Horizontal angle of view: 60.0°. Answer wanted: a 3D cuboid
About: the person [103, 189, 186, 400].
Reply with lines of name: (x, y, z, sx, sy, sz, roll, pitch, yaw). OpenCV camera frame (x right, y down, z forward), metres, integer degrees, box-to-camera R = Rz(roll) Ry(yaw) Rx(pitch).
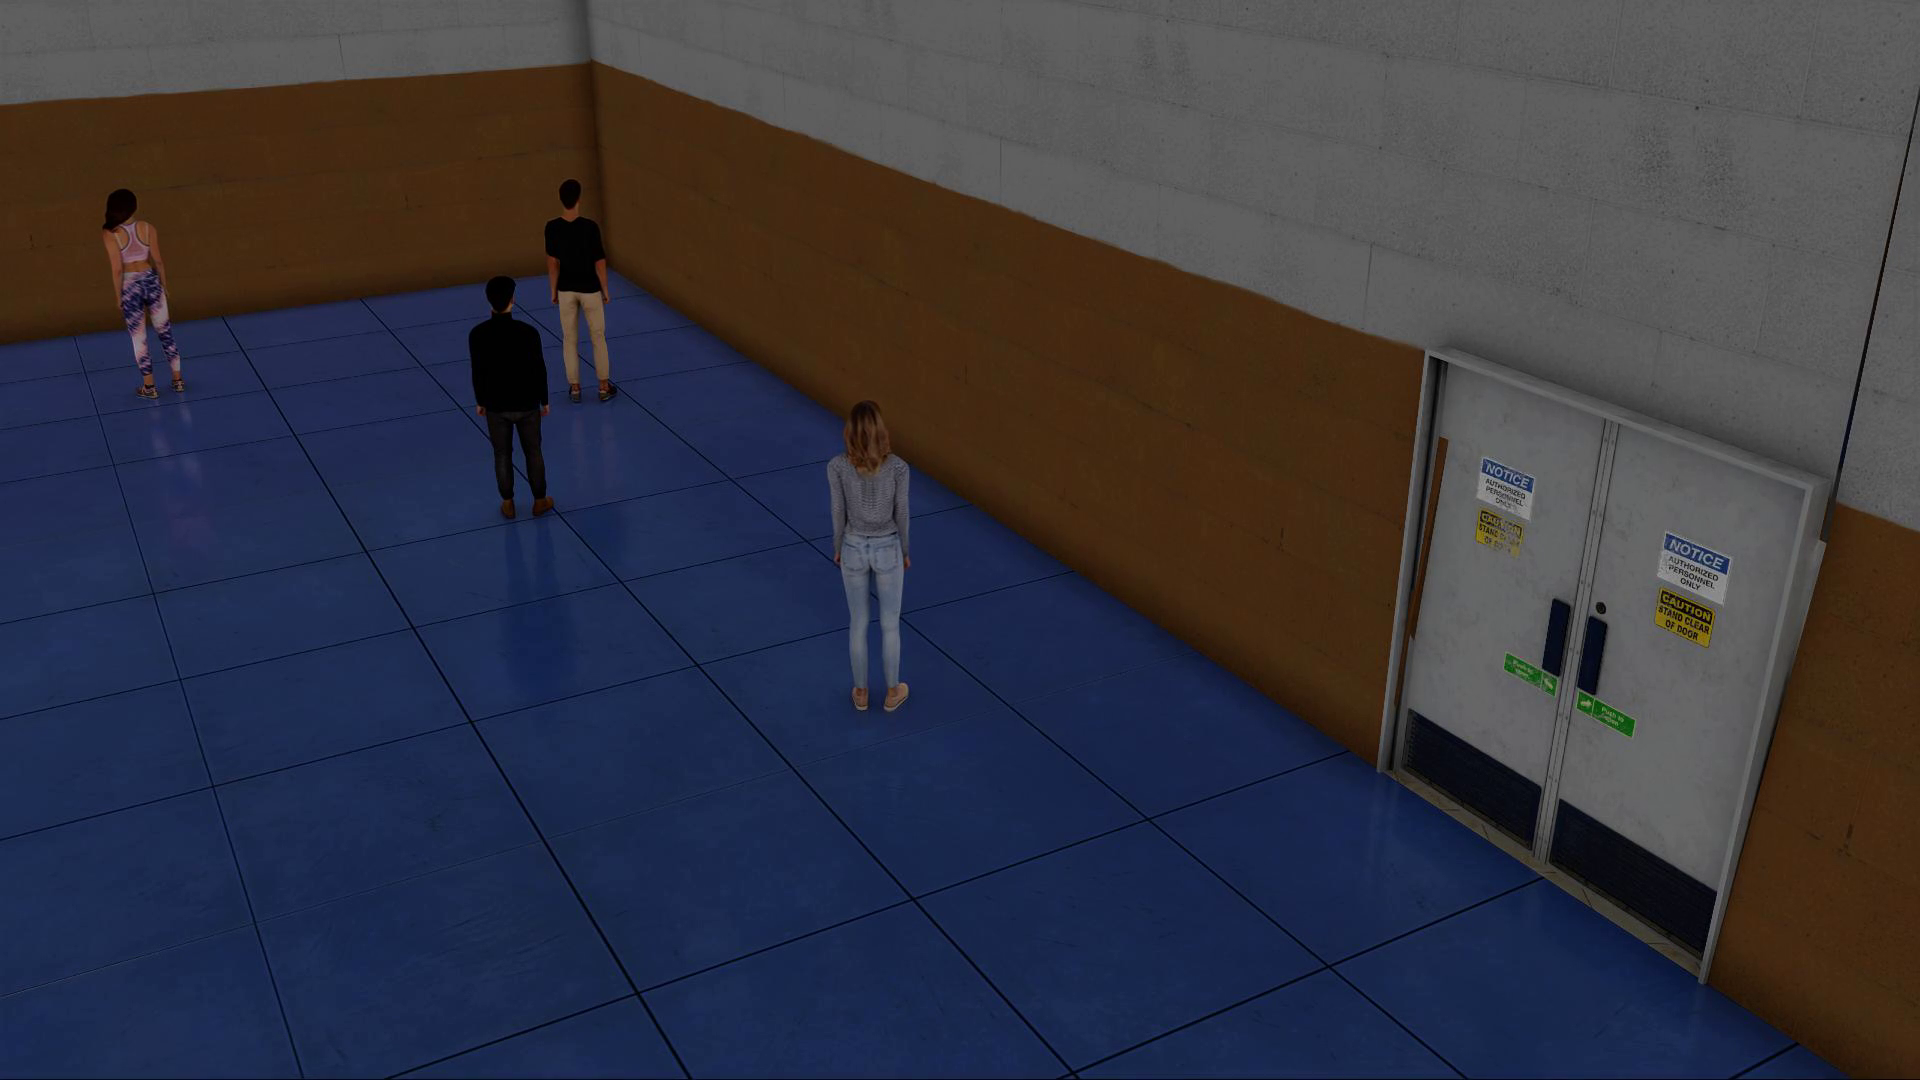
person: (-6.913, -2.085, 14.043, 0.706, 1.765, 0.550, 21, 31, 40)

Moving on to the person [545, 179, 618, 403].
person: (-3.171, -2.074, 13.868, 0.628, 1.859, 0.770, -1, 24, -3)

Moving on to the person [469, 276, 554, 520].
person: (-3.130, -0.992, 11.598, 0.606, 1.722, 0.779, -3, 24, -8)

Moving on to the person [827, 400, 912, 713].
person: (-0.479, 0.093, 9.028, 0.629, 1.796, 0.725, 2, 24, 5)
